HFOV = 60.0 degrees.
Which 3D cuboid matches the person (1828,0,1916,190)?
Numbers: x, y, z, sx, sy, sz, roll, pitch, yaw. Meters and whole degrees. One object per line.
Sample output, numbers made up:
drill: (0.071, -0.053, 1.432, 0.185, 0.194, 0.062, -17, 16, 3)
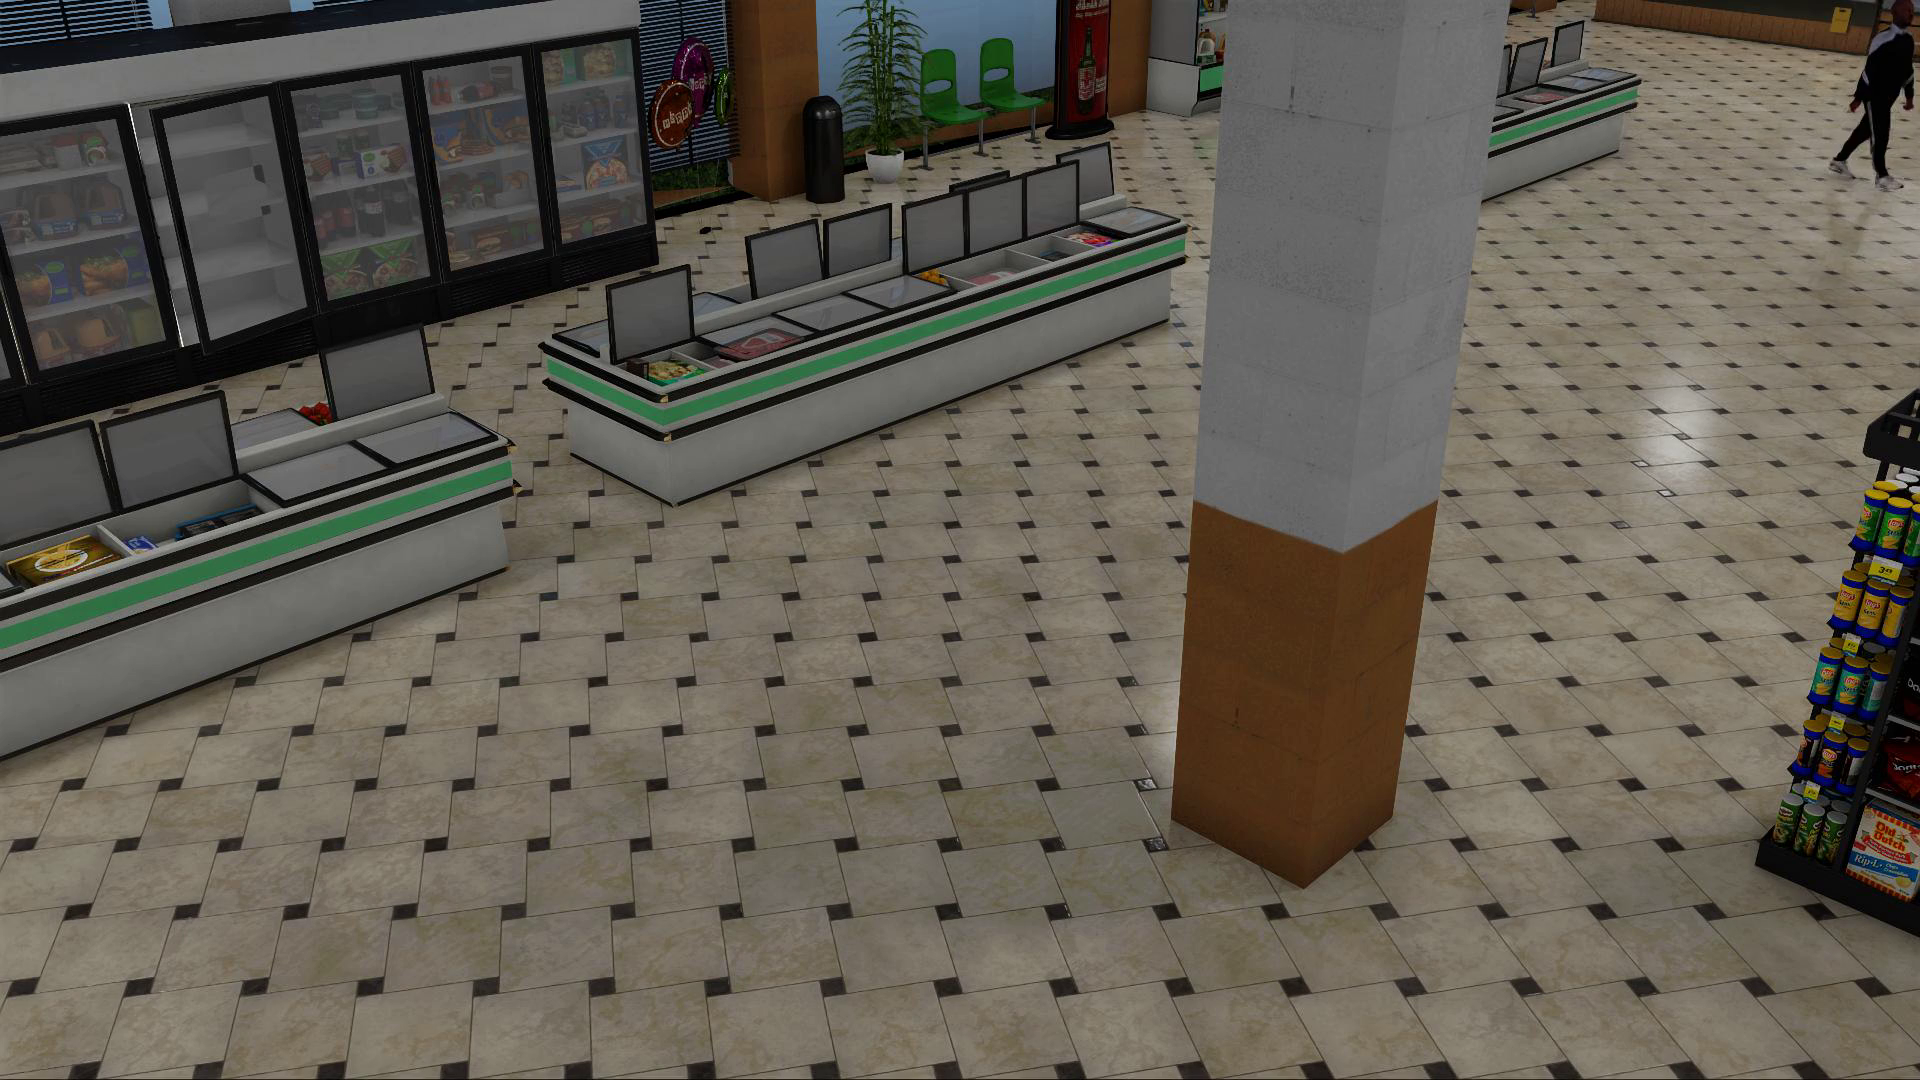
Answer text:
person: (9.040, -4.422, 16.467, 1.201, 1.792, 1.021, -13, 30, -24)
